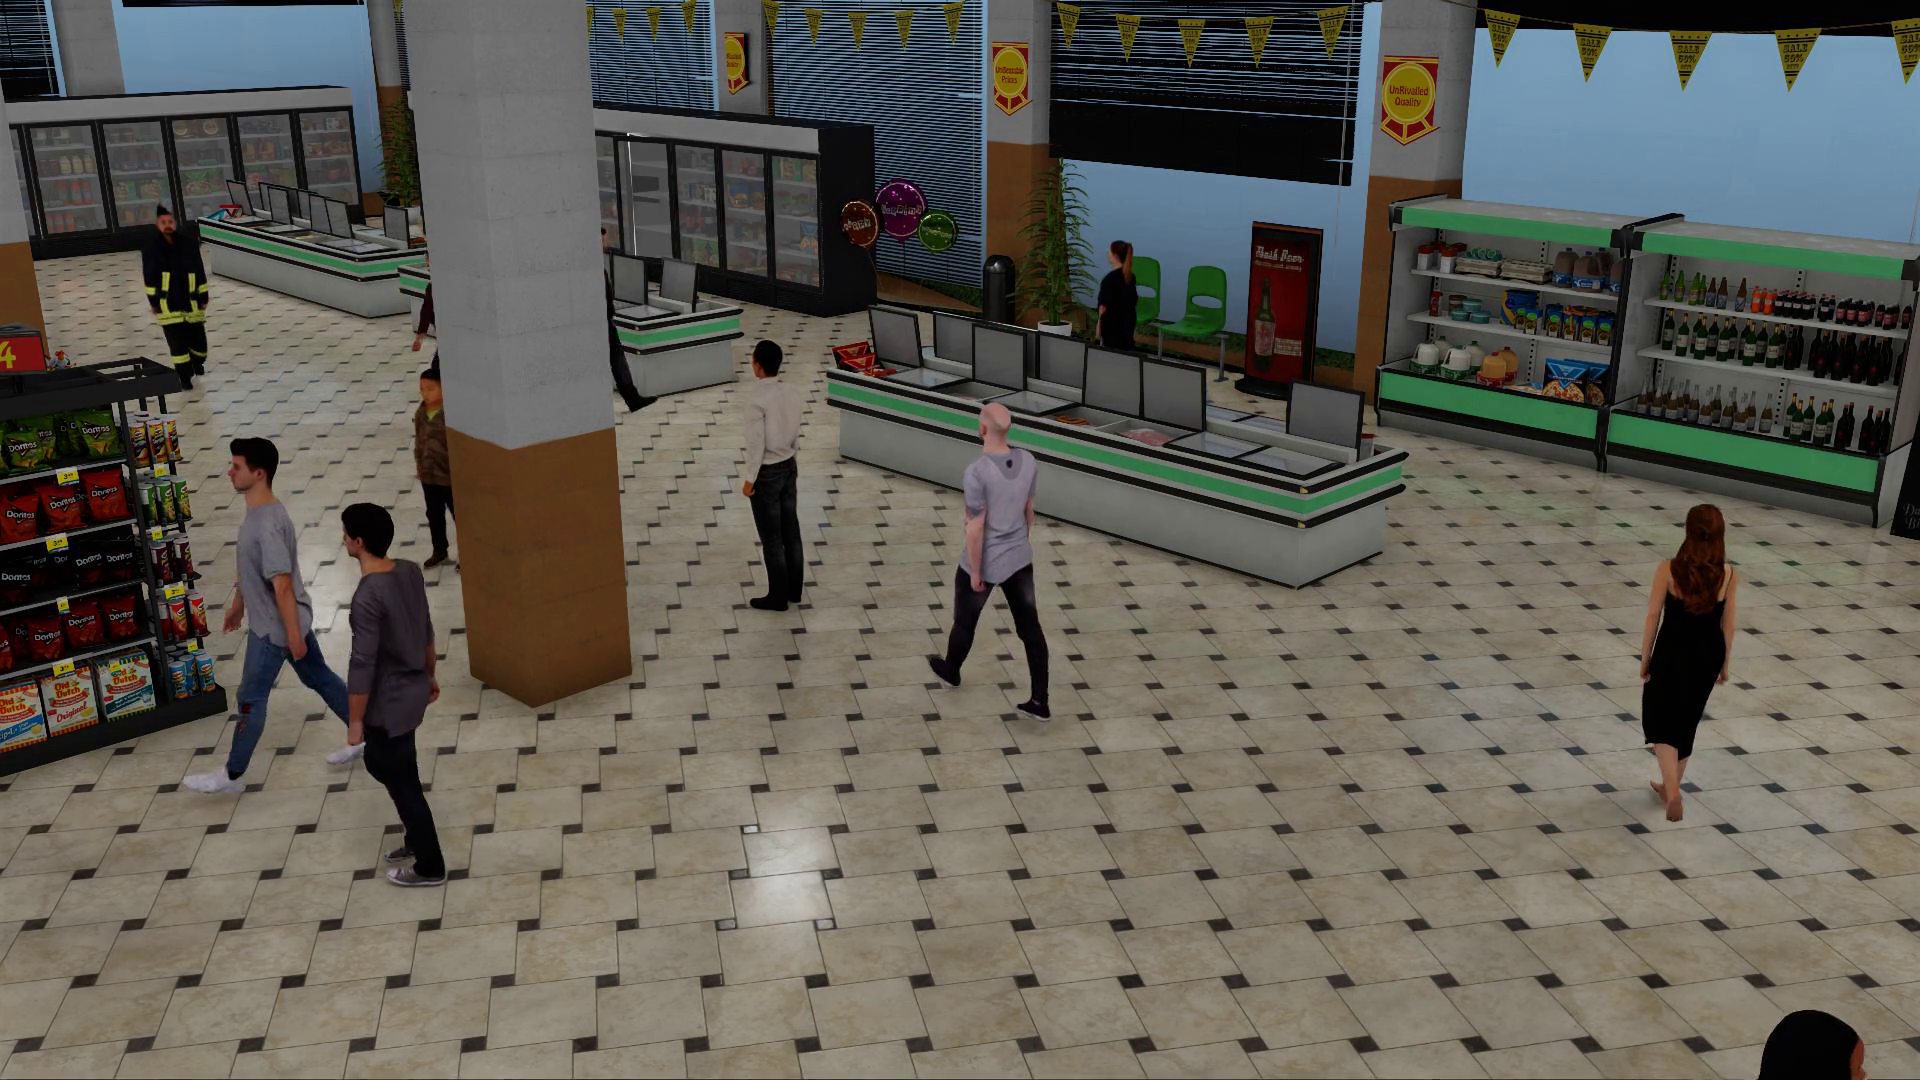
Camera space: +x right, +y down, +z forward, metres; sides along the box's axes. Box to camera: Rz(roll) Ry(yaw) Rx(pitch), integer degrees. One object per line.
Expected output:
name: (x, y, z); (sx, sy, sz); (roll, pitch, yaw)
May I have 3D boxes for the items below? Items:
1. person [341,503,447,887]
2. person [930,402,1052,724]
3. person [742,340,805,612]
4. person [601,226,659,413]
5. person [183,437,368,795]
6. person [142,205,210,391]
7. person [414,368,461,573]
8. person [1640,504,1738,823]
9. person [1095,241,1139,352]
person: (-2.473, 0.725, 7.515); (0.859, 1.839, 0.817); (2, 19, 5)
person: (0.271, 0.168, 9.257); (0.881, 1.781, 1.314); (-11, 22, -30)
person: (-1.221, -0.424, 10.963); (0.609, 1.811, 0.698); (13, 22, 33)
person: (-3.565, -2.045, 15.775); (1.226, 1.809, 1.086); (4, 19, 11)
person: (-3.387, 0.392, 8.501); (1.060, 1.839, 1.248); (-8, 20, -22)
person: (-8.020, -2.488, 17.032); (0.865, 1.845, 0.934); (-11, 21, -29)
person: (-3.648, -0.507, 11.772); (0.644, 1.453, 0.744); (6, 20, 18)
person: (3.568, 0.643, 8.129); (0.932, 1.601, 0.949); (2, 19, 7)
person: (1.579, -1.975, 15.831); (1.125, 1.642, 0.613); (18, 25, 42)
